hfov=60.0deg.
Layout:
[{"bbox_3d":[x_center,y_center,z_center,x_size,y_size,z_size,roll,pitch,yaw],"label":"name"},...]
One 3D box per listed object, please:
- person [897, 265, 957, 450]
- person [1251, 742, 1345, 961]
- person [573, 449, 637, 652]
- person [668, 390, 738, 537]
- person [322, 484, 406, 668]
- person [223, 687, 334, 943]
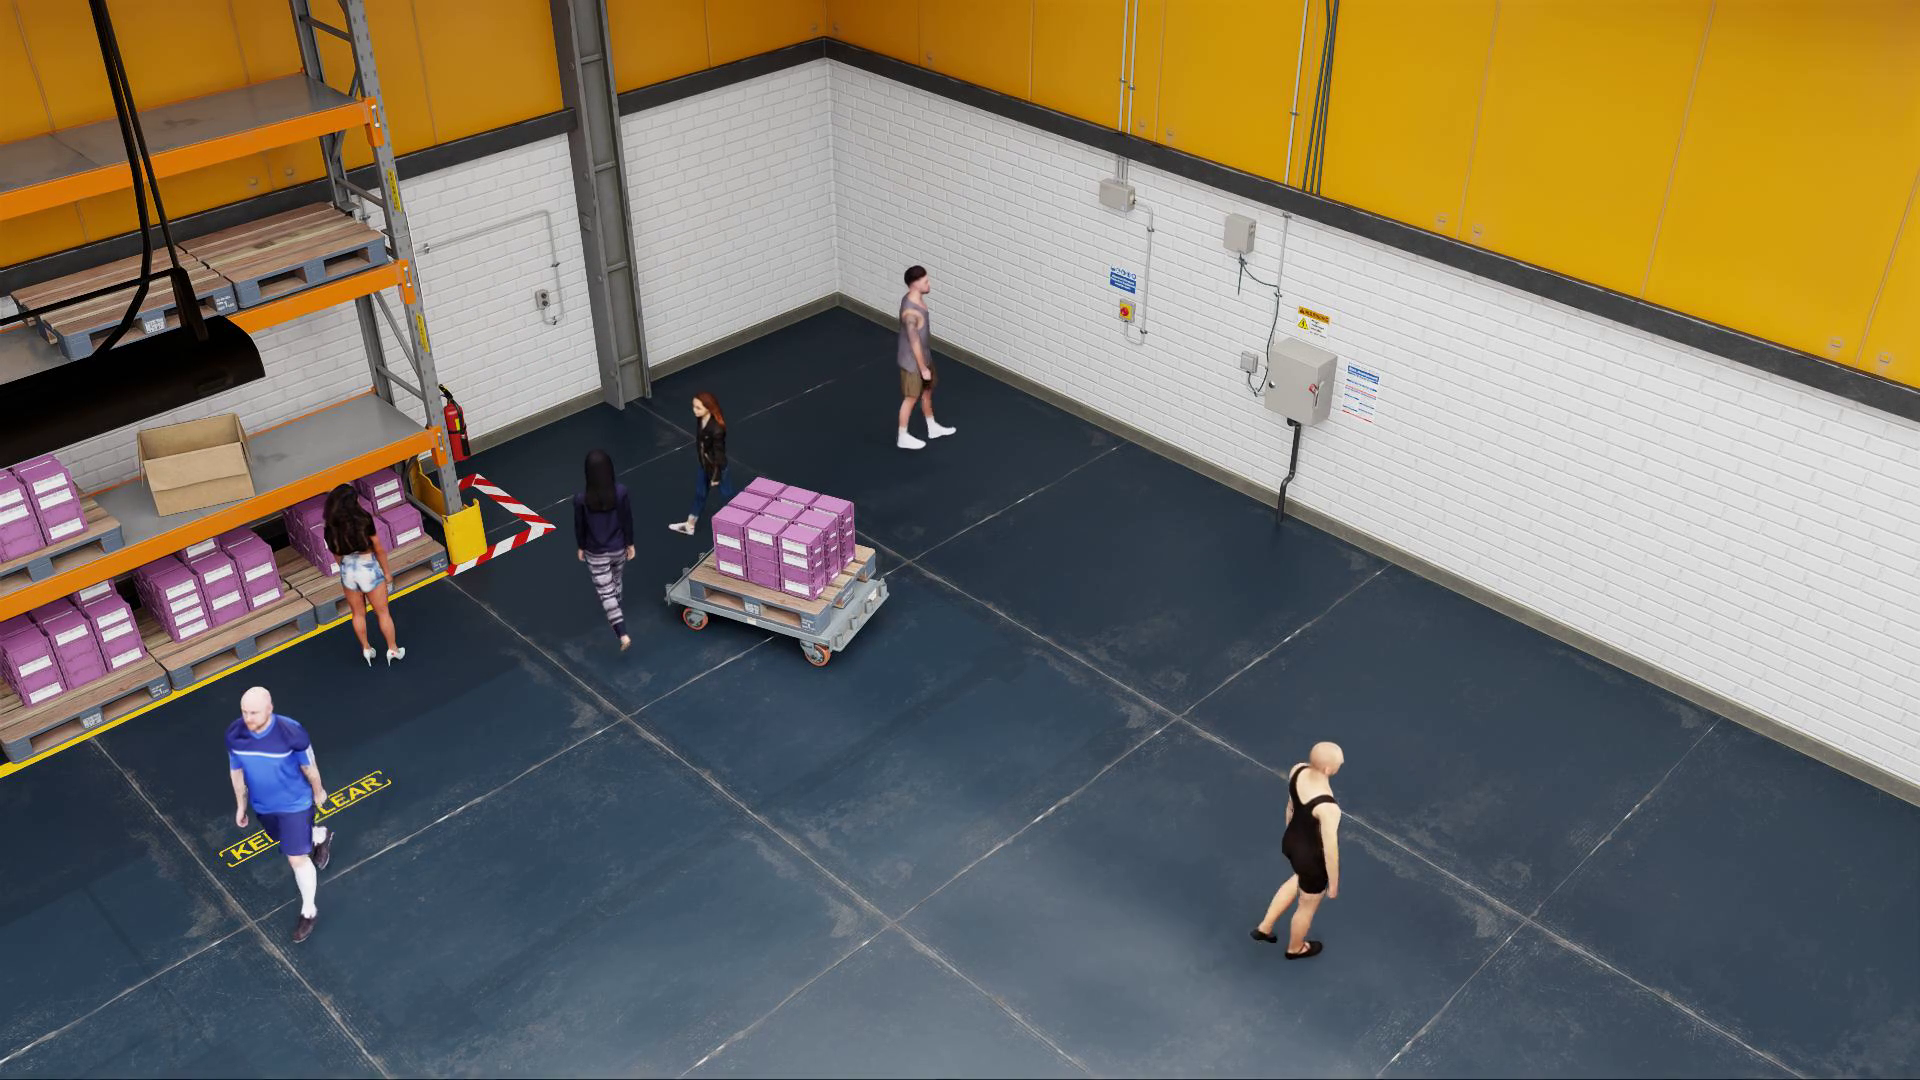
[{"bbox_3d":[-0.469,-1.689,15.436,0.955,1.840,0.887,1,34,2],"label":"person"},{"bbox_3d":[2.064,1.950,10.256,0.869,1.809,0.829,-11,35,-16],"label":"person"},{"bbox_3d":[-2.777,0.091,13.142,1.056,1.709,0.896,-15,36,-21],"label":"person"},{"bbox_3d":[-2.080,-0.683,14.538,0.934,1.453,0.685,-20,39,-27],"label":"person"},{"bbox_3d":[-4.643,0.293,12.926,0.681,1.612,0.736,2,34,3],"label":"person"},{"bbox_3d":[-4.346,1.629,10.738,1.121,1.810,1.245,3,34,5],"label":"person"}]
